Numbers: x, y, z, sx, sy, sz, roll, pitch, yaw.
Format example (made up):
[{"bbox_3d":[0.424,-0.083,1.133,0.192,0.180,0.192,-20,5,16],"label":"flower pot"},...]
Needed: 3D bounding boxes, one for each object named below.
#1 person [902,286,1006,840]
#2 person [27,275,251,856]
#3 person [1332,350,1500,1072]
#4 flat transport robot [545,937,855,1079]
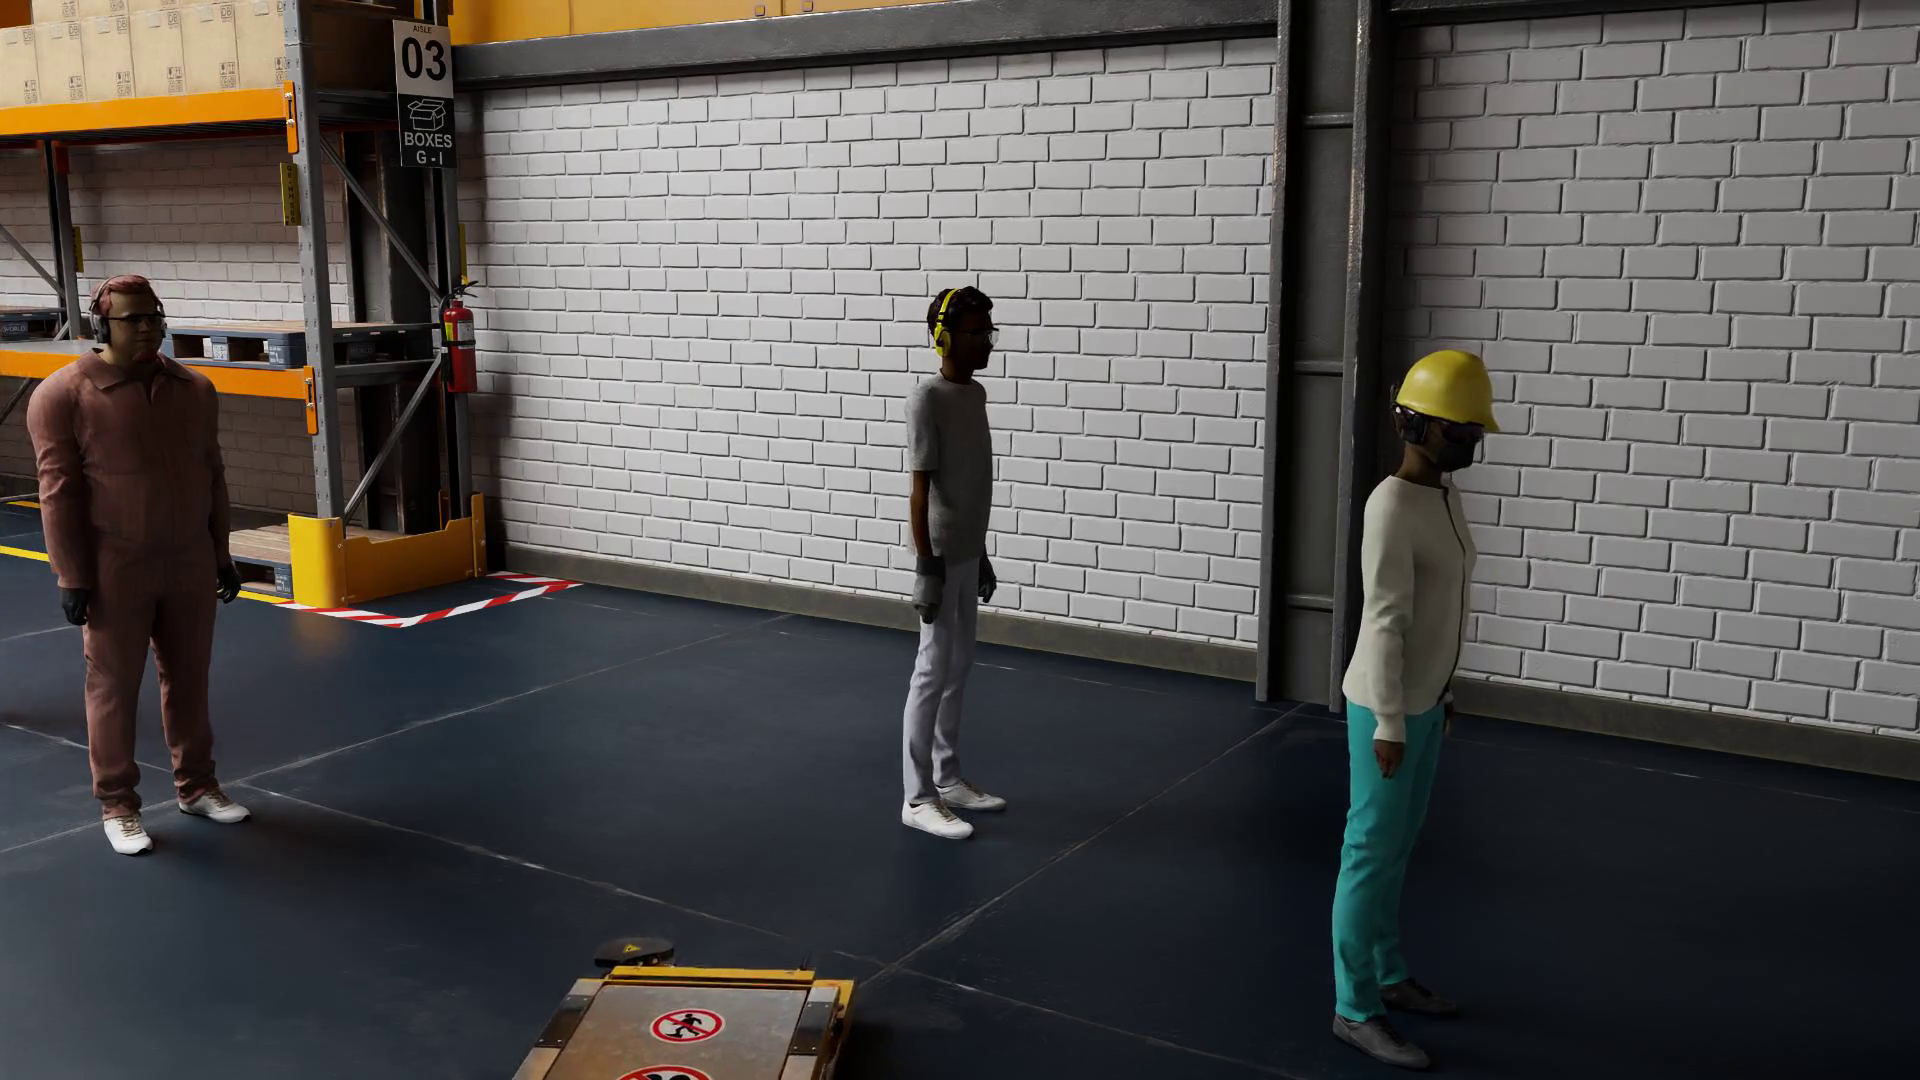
[{"bbox_3d":[-0.017,0.070,5.717,0.317,1.870,0.523,5,11,24],"label":"person"},{"bbox_3d":[-2.719,0.075,5.589,0.409,1.909,0.642,6,12,32],"label":"person"},{"bbox_3d":[1.140,0.408,4.152,0.337,1.760,0.526,6,12,31],"label":"person"},{"bbox_3d":[-0.640,1.247,3.624,0.652,0.197,1.431,1,10,3],"label":"flat transport robot"}]
